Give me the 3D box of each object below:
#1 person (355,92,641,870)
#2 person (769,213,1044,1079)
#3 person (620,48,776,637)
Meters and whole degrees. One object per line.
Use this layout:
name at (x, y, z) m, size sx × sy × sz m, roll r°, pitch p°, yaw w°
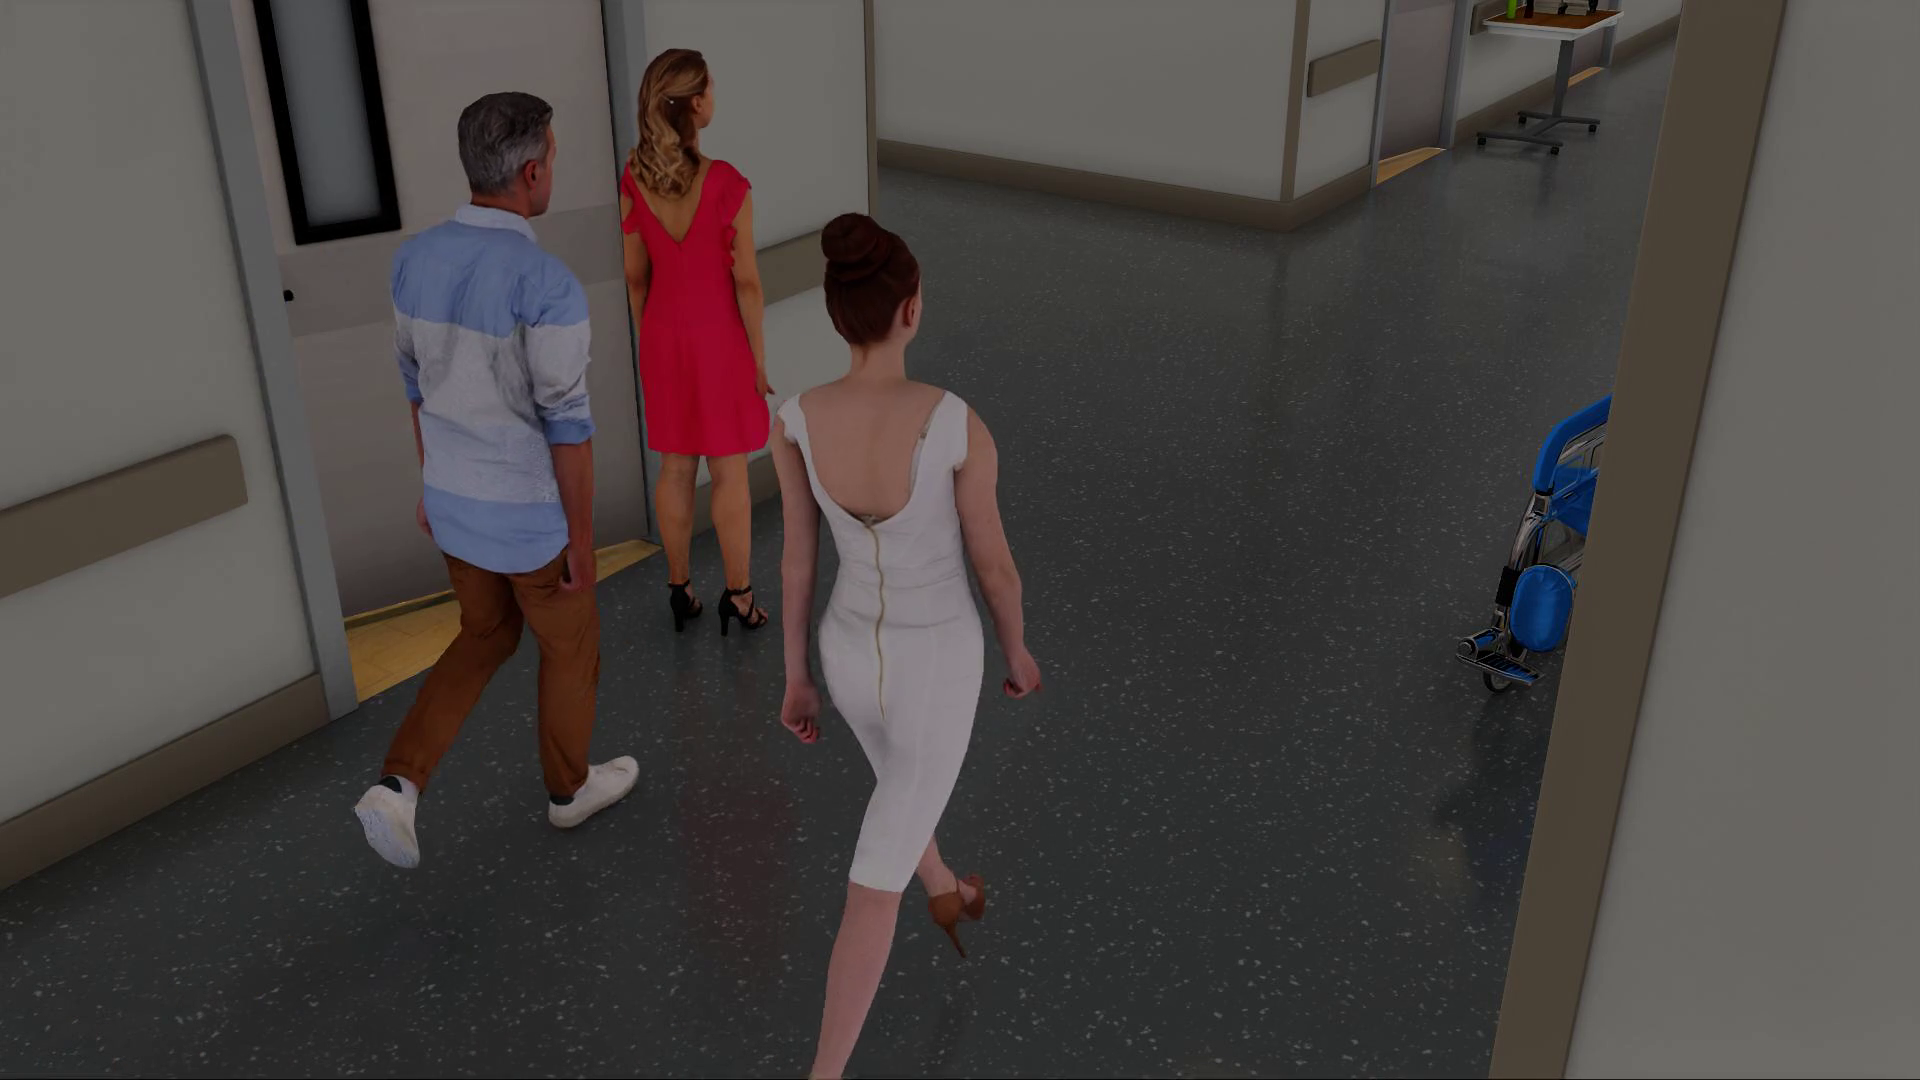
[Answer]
person at (-1.061, -0.050, 3.714) m, size 0.760 × 1.802 × 1.003 m, roll 12°, pitch 28°, yaw 24°
person at (-0.158, 0.348, 2.968) m, size 0.670 × 1.733 × 1.134 m, roll 13°, pitch 28°, yaw 24°
person at (-0.768, -0.538, 4.812) m, size 0.626 × 1.727 × 0.618 m, roll 9°, pitch 27°, yaw 17°
